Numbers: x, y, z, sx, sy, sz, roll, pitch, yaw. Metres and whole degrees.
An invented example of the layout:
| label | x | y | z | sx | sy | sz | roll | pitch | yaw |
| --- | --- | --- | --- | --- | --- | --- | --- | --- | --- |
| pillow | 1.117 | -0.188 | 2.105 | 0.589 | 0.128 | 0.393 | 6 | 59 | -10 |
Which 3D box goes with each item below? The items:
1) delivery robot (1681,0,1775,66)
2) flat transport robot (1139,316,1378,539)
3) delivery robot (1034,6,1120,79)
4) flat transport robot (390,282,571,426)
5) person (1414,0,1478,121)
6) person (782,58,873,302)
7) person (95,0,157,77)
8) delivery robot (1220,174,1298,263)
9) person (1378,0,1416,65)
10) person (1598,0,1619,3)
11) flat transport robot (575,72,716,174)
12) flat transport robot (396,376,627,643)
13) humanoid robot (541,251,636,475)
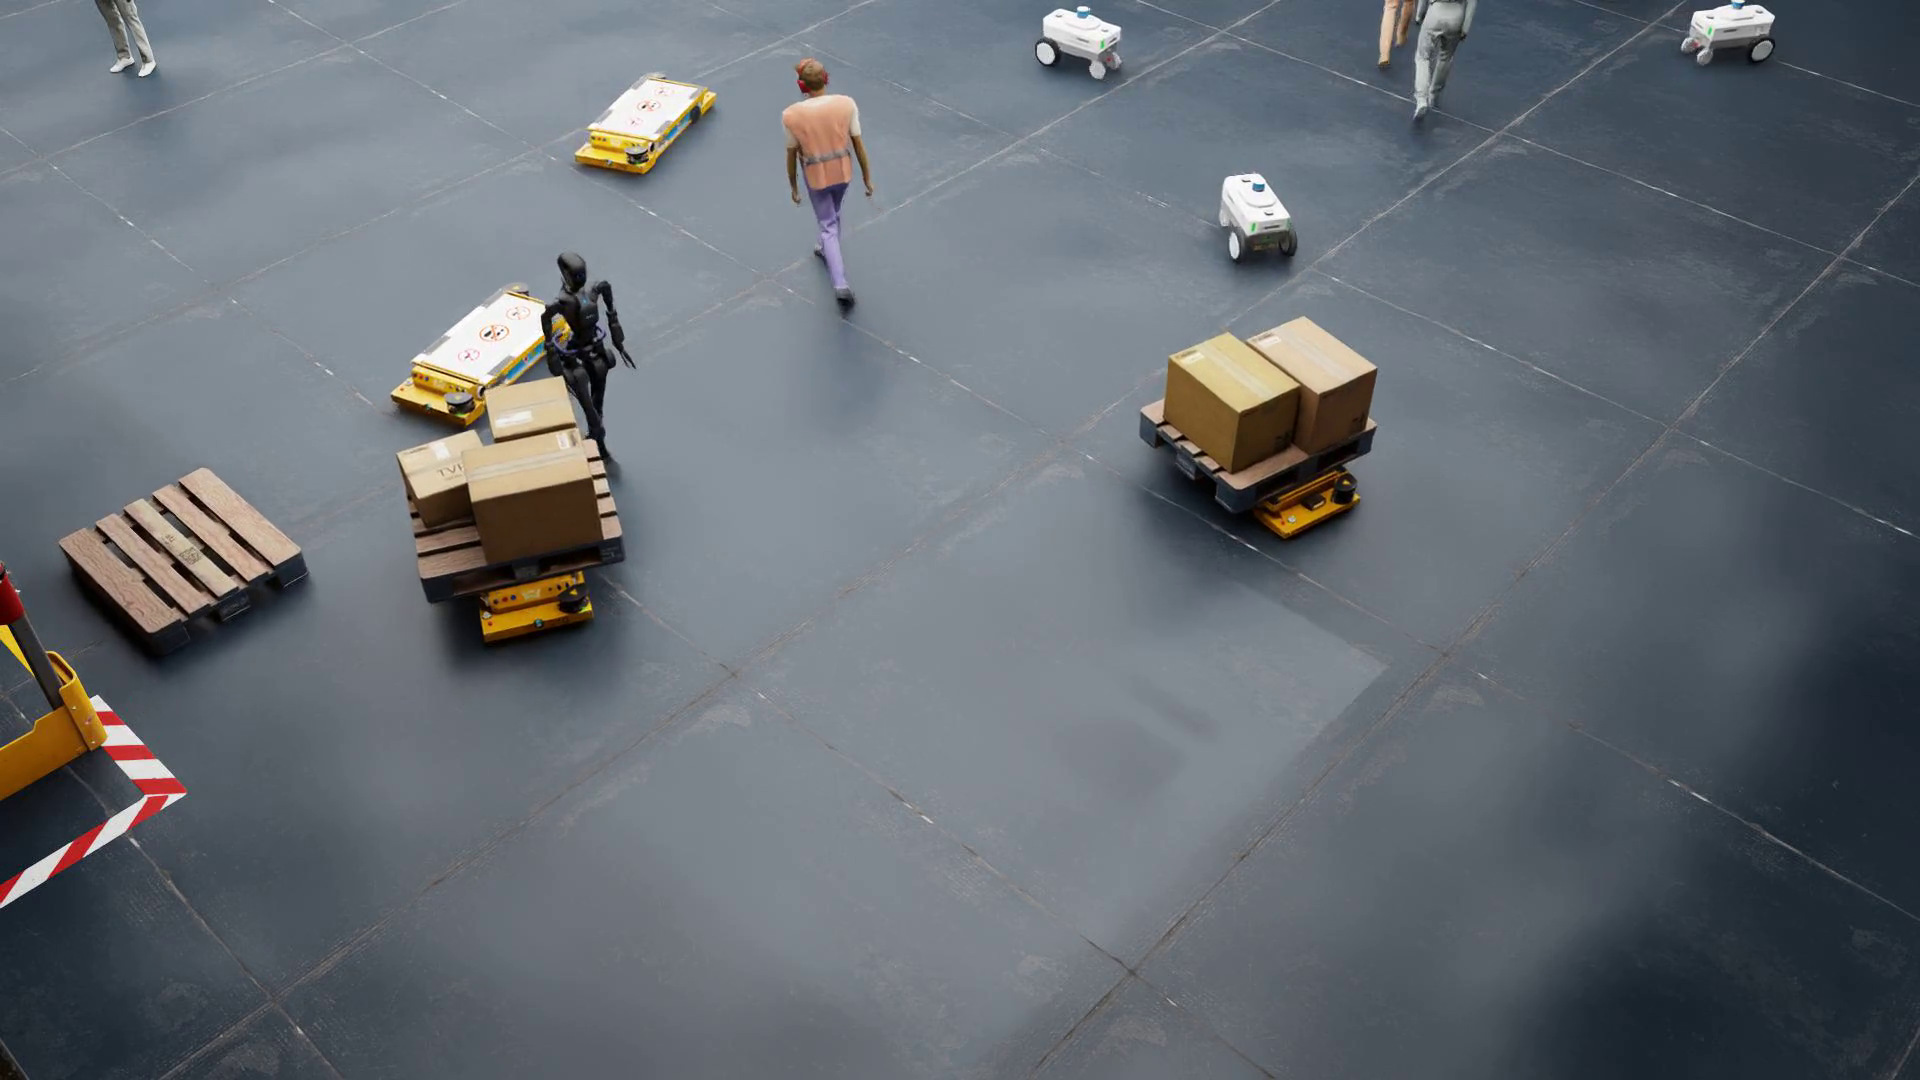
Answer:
| label | x | y | z | sx | sy | sz | roll | pitch | yaw |
| --- | --- | --- | --- | --- | --- | --- | --- | --- | --- |
| delivery robot | 7.237 | -4.798 | 15.637 | 0.767 | 0.583 | 0.499 | -9 | 43 | -10 |
| flat transport robot | 1.956 | -0.572 | 11.161 | 0.659 | 0.231 | 1.431 | -24 | 47 | -24 |
| delivery robot | 1.109 | -4.674 | 15.521 | 0.807 | 0.613 | 0.499 | 27 | 48 | 26 |
| flat transport robot | -3.399 | -1.365 | 12.043 | 0.659 | 0.231 | 1.431 | 18 | 45 | 19 |
| person | 4.206 | -4.487 | 14.428 | 0.495 | 1.716 | 0.722 | 9 | 43 | 10 |
| person | -0.960 | -2.673 | 12.364 | 0.603 | 1.791 | 0.919 | -16 | 44 | -17 |
| person | -7.723 | -5.014 | 15.074 | 0.523 | 1.636 | 0.306 | 12 | 43 | 13 |
| delivery robot | 2.344 | -2.558 | 13.170 | 0.499 | 0.613 | 0.797 | -9 | 43 | -10 |
| person | 4.118 | -5.266 | 15.308 | 0.466 | 1.701 | 0.897 | 9 | 43 | 10 |
| person | 6.737 | -6.068 | 16.124 | 0.881 | 1.801 | 0.588 | 13 | 44 | 14 |
| flat transport robot | -2.752 | -3.674 | 14.610 | 0.659 | 0.231 | 1.431 | 13 | 44 | 14 |
| flat transport robot | -2.766 | 0.040 | 10.482 | 0.659 | 0.231 | 1.431 | -13 | 44 | -14 |
| humanoid robot | -2.413 | -1.172 | 10.785 | 0.602 | 1.645 | 0.482 | -33 | 51 | -31 |
